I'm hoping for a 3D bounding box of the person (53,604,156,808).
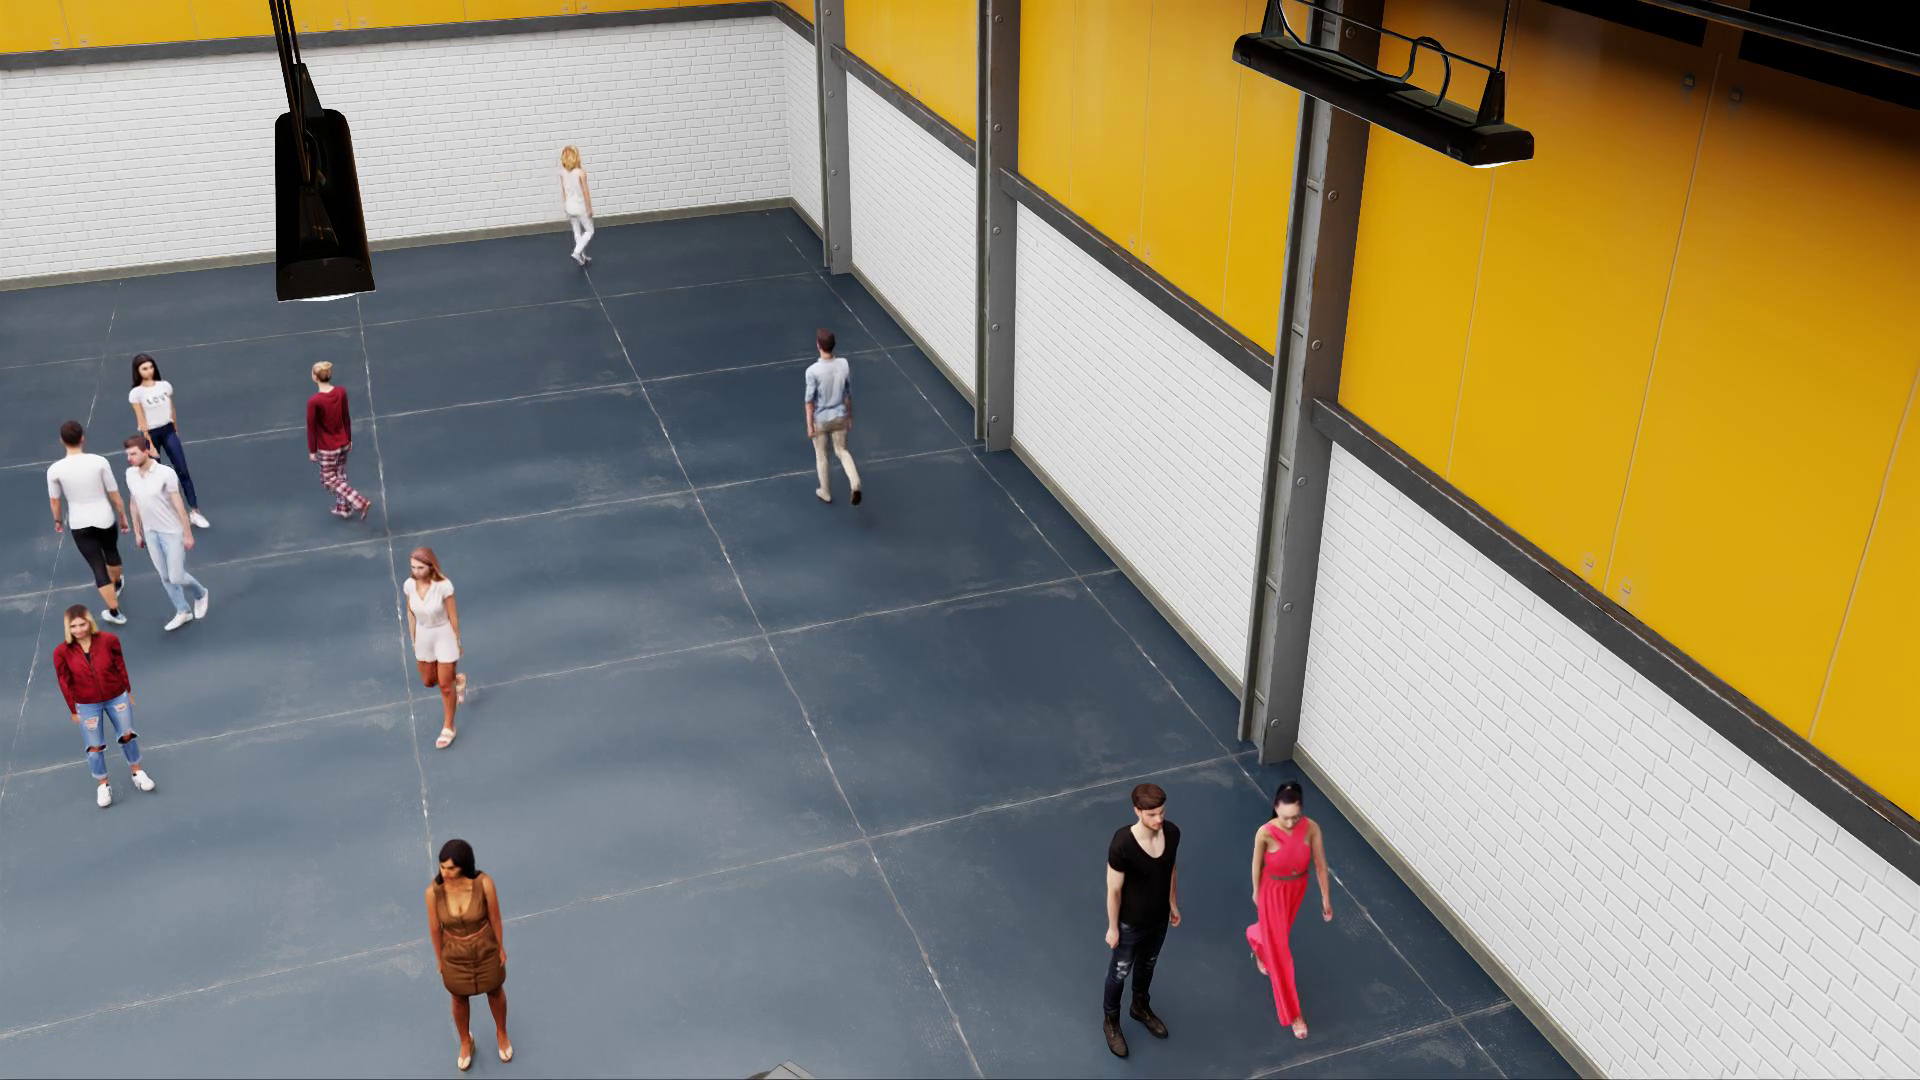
[{"bbox_3d":[-6.335,1.185,12.271,0.657,1.634,0.606,-20,34,-32],"label":"person"}]

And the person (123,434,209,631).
[{"bbox_3d":[-6.834,-0.097,14.410,0.825,1.837,0.872,7,29,12],"label":"person"}]

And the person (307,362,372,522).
[{"bbox_3d":[-6.016,-0.907,16.058,0.967,1.679,0.899,15,32,25],"label":"person"}]

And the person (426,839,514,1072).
[{"bbox_3d":[-2.910,2.451,9.896,0.578,1.686,0.540,-6,29,-11],"label":"person"}]

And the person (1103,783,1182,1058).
[{"bbox_3d":[1.083,2.250,10.045,0.715,1.896,0.630,-15,32,-26],"label":"person"}]

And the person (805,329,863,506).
[{"bbox_3d":[-1.246,-1.146,16.337,0.760,1.831,1.003,-16,32,-26],"label":"person"}]

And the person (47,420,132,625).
[{"bbox_3d":[-7.507,-0.109,14.452,0.874,1.817,1.137,-20,34,-32],"label":"person"}]

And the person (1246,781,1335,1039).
[{"bbox_3d":[1.985,2.168,10.425,0.642,1.675,1.162,-9,30,-16],"label":"person"}]

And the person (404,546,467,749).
[{"bbox_3d":[-4.047,0.761,12.998,0.825,1.681,0.984,4,29,8],"label":"person"}]

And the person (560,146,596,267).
[{"bbox_3d":[-5.271,-4.525,22.710,0.809,1.661,0.869,13,31,23],"label":"person"}]

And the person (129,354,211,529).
[{"bbox_3d":[-7.811,-0.960,16.100,1.215,1.733,0.986,21,35,33],"label":"person"}]
